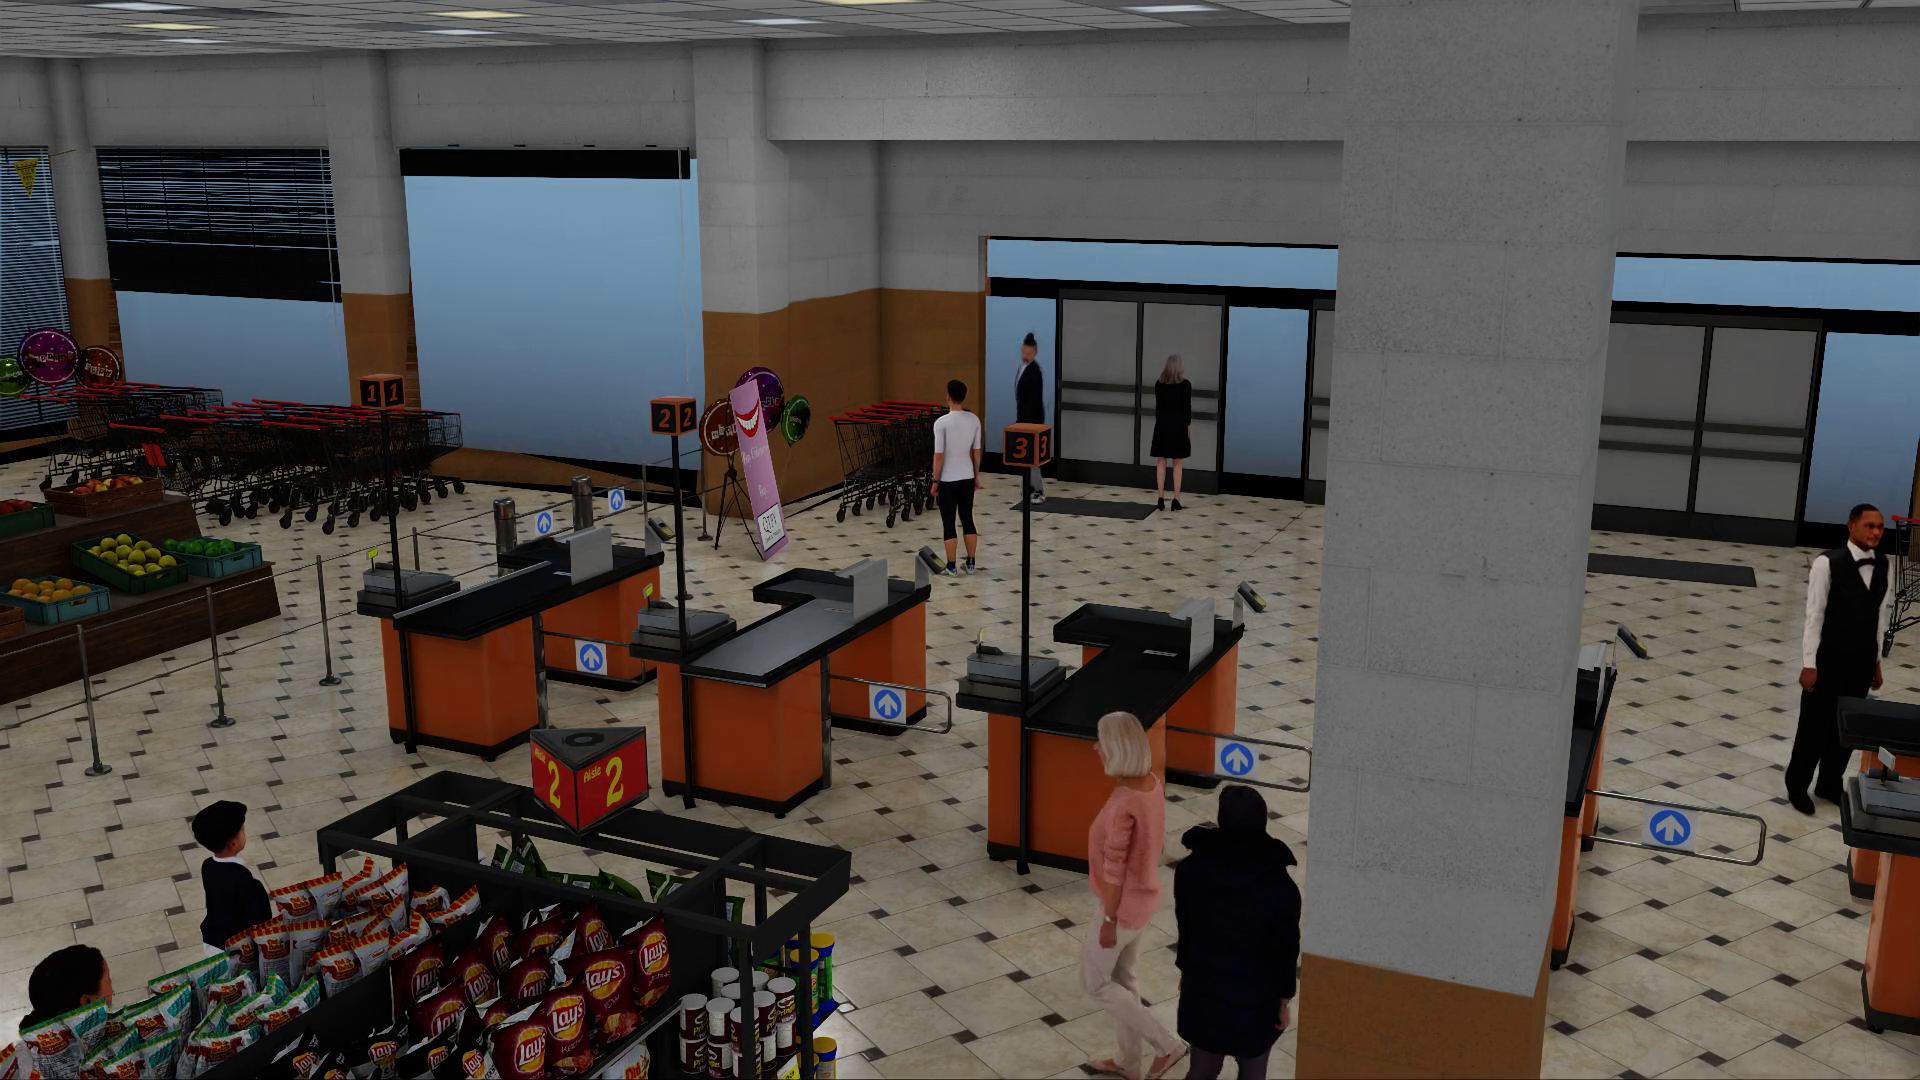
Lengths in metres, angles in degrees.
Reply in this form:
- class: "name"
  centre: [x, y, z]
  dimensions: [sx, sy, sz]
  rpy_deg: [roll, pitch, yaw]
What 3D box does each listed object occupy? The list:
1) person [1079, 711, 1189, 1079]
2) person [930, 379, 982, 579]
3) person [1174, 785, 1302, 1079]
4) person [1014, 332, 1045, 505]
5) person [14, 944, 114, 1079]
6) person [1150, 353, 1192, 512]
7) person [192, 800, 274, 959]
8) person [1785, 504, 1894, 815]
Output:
- class: "person"
  centre: [0.778, 1.560, 7.037]
  dimensions: [0.651, 1.711, 0.628]
  rpy_deg: [7, 15, 26]
- class: "person"
  centre: [-0.033, -0.580, 15.567]
  dimensions: [0.694, 1.851, 0.814]
  rpy_deg: [-8, 16, -31]
- class: "person"
  centre: [1.020, 1.740, 6.392]
  dimensions: [0.692, 1.665, 0.928]
  rpy_deg: [7, 15, 28]
- class: "person"
  centre: [0.802, -1.396, 18.747]
  dimensions: [0.948, 1.936, 0.800]
  rpy_deg: [1, 14, 4]
- class: "person"
  centre: [-2.625, 2.081, 4.929]
  dimensions: [0.674, 1.692, 1.096]
  rpy_deg: [7, 15, 28]
- class: "person"
  centre: [2.330, -1.193, 18.316]
  dimensions: [0.632, 1.745, 0.608]
  rpy_deg: [4, 14, 15]
- class: "person"
  centre: [-3.212, 1.740, 7.333]
  dimensions: [0.520, 1.223, 0.498]
  rpy_deg: [9, 16, 31]
- class: "person"
  centre: [5.358, 0.708, 10.113]
  dimensions: [0.788, 1.918, 0.795]
  rpy_deg: [-2, 14, -8]
